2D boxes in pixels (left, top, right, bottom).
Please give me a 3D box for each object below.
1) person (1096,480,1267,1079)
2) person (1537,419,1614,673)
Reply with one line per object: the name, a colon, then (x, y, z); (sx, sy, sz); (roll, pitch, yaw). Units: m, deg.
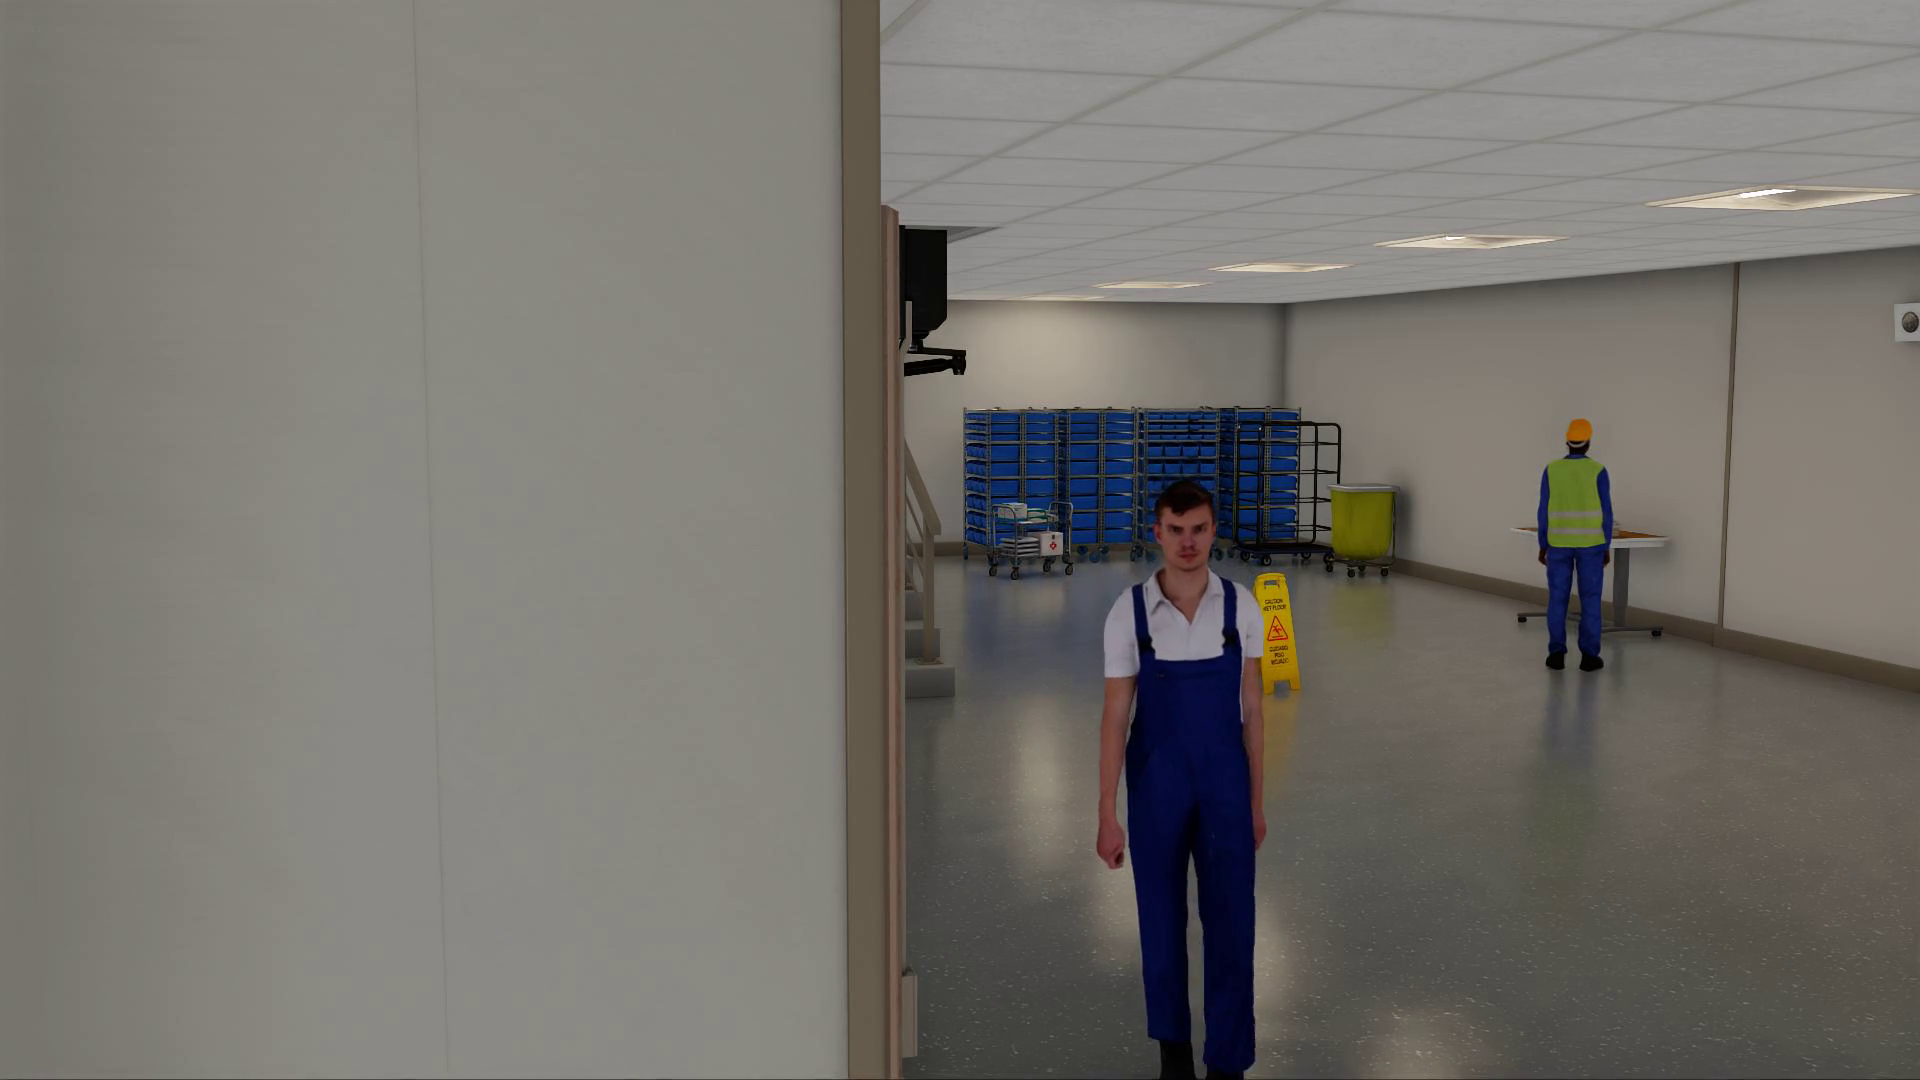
person: (0.655, 0.736, 4.918); (0.803, 1.829, 0.965); (0, 6, 0)
person: (4.446, 0.028, 12.040); (0.752, 1.812, 0.781); (2, 6, 23)
